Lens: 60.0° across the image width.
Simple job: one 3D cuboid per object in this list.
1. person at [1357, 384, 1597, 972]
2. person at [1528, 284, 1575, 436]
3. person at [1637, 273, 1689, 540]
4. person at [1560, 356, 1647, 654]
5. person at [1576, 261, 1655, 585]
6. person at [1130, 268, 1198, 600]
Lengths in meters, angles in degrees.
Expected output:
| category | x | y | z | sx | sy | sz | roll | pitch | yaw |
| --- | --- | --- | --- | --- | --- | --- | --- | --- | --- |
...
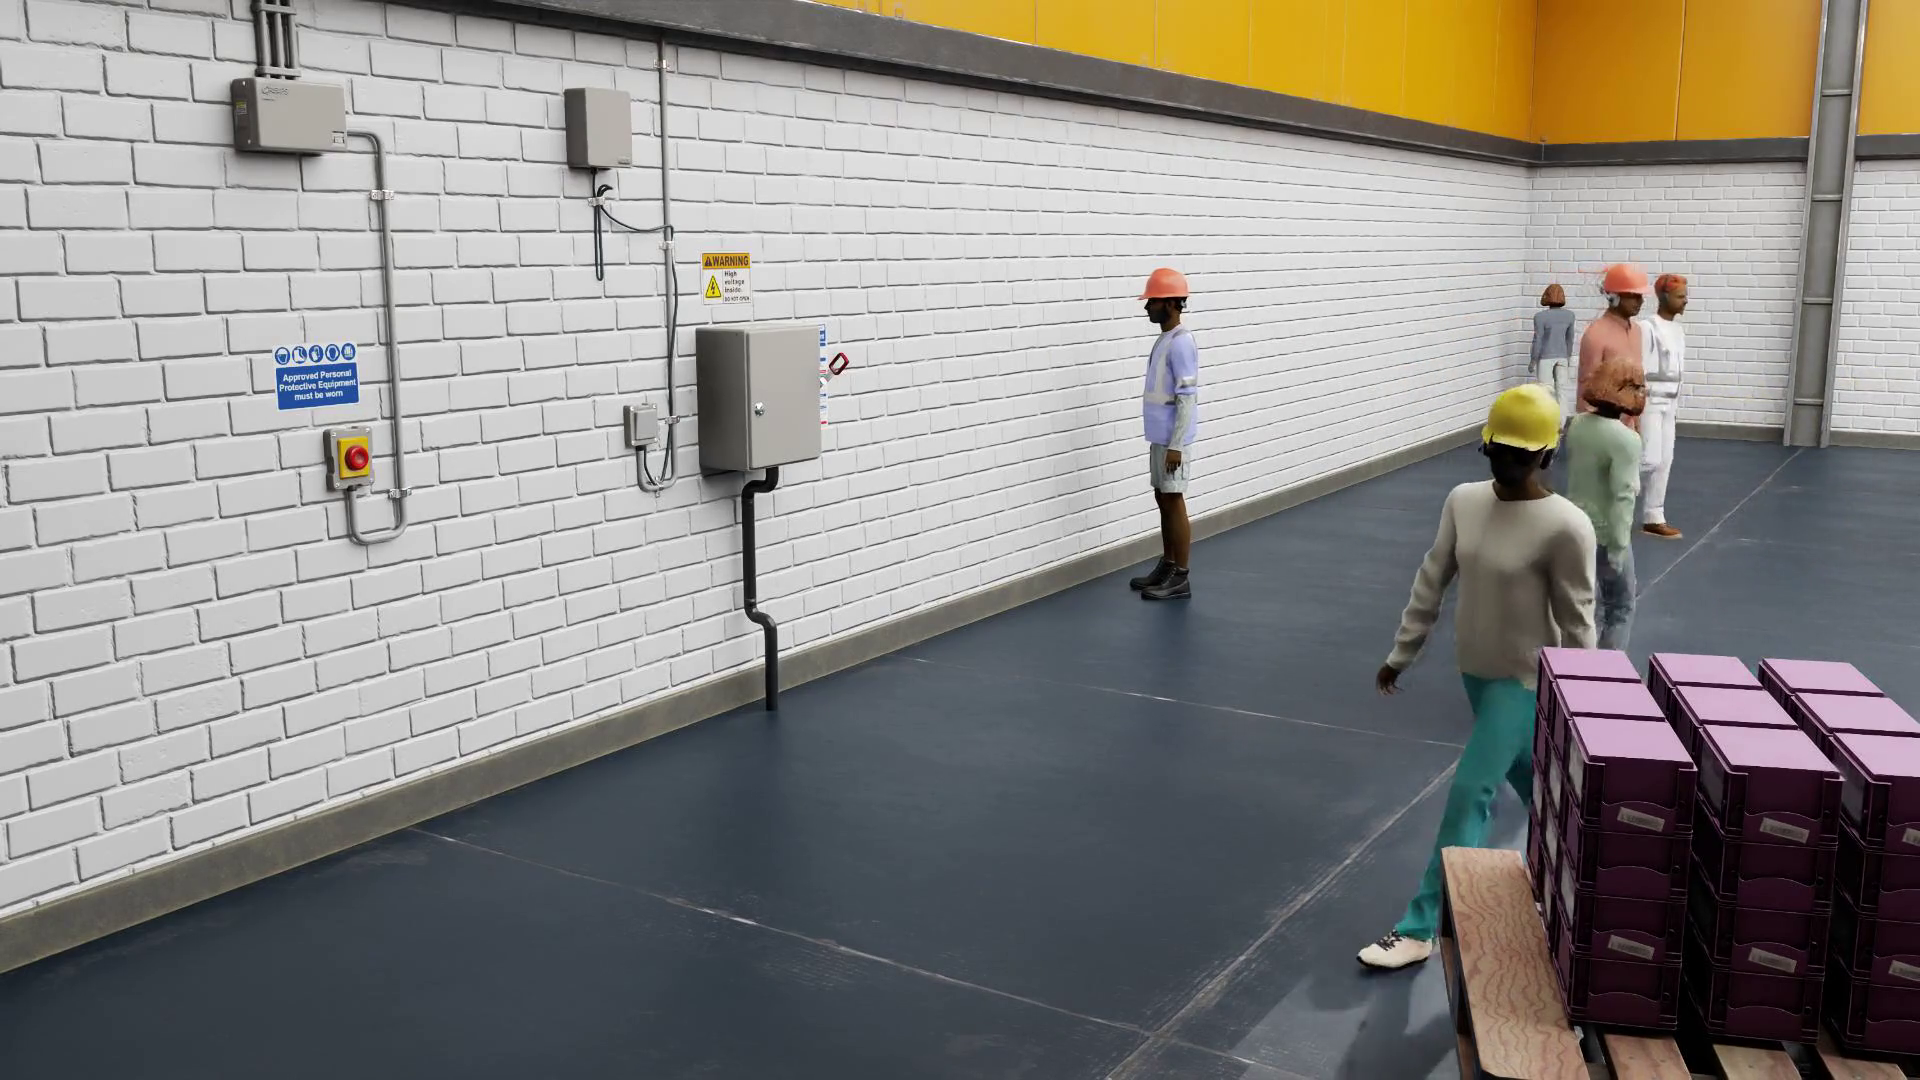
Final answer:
| category | x | y | z | sx | sy | sz | roll | pitch | yaw |
| --- | --- | --- | --- | --- | --- | --- | --- | --- | --- |
| person | 1.602 | 0.386 | 4.867 | 0.954 | 1.708 | 0.542 | -4 | 11 | -21 |
| person | 6.331 | -1.918 | 17.823 | 0.498 | 1.634 | 0.279 | -3 | 11 | -15 |
| person | 4.830 | -0.947 | 11.780 | 0.589 | 1.870 | 0.626 | -9 | 14 | -42 |
| person | 2.726 | 0.000 | 7.240 | 0.623 | 1.612 | 0.503 | -2 | 10 | -13 |
| person | 3.910 | -0.711 | 10.184 | 0.629 | 1.975 | 0.590 | -10 | 14 | -43 |
| person | 1.200 | -0.615 | 9.760 | 0.358 | 1.936 | 0.552 | -1 | 10 | -5 |
